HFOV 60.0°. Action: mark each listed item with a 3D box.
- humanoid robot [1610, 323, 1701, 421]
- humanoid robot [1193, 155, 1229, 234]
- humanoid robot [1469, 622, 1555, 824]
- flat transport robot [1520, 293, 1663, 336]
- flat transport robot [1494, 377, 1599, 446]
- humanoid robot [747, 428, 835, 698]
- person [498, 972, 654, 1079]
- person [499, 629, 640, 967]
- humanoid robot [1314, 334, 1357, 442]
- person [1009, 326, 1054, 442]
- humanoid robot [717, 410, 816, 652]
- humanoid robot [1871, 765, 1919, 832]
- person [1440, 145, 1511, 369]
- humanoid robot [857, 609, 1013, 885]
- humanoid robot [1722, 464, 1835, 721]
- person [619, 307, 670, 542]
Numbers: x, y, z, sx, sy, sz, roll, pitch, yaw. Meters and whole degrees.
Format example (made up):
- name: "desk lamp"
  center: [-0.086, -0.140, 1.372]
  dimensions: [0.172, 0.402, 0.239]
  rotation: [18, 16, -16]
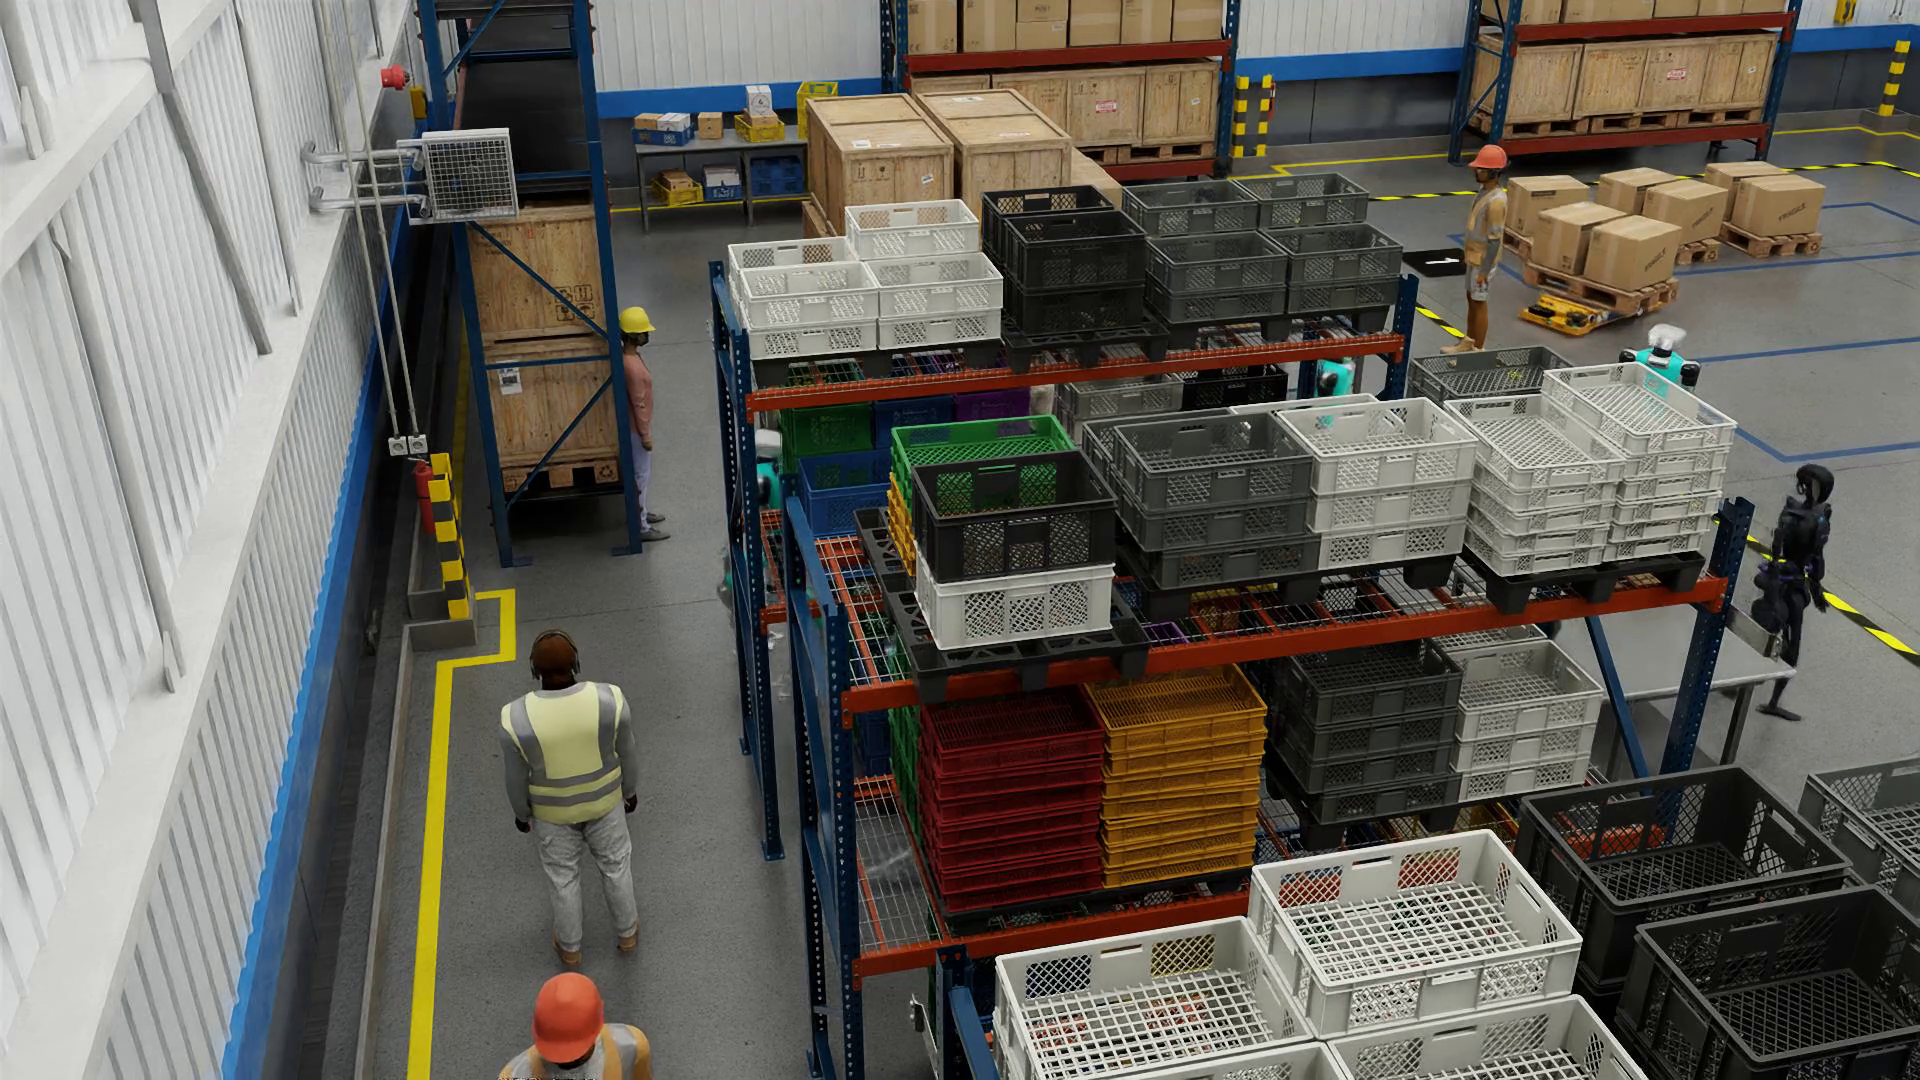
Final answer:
- name: "humanoid robot"
  center: [4.892, -0.779, 11.809]
  dimensions: [0.533, 1.673, 0.735]
  rotation: [16, 32, 27]
- name: "humanoid robot"
  center: [2.504, -2.859, 15.955]
  dimensions: [0.608, 1.640, 0.472]
  rotation: [-5, 28, -9]
- name: "humanoid robot"
  center: [2.810, 1.077, 8.495]
  dimensions: [0.382, 1.650, 0.601]
  rotation: [17, 32, 29]
- name: "flat transport robot"
  center: [6.278, -2.351, 16.478]
  dimensions: [1.431, 0.197, 0.652]
  rotation: [-19, 33, -32]
- name: "flat transport robot"
  center: [4.780, -1.036, 14.013]
  dimensions: [0.659, 0.231, 1.431]
  rotation: [-6, 28, -12]
- name: "humanoid robot"
  center: [-0.963, 0.182, 10.157]
  dimensions: [0.655, 1.833, 0.544]
  rotation: [-1, 28, -3]
- name: "person"
  center: [-1.306, 2.290, 5.916]
  dimensions: [0.547, 1.933, 0.371]
  rotation: [-14, 31, -25]
- name: "person"
  center: [-1.849, 1.246, 8.002]
  dimensions: [0.620, 1.838, 0.429]
  rotation: [-10, 29, -18]
- name: "humanoid robot"
  center: [2.339, -0.610, 11.660]
  dimensions: [0.796, 1.804, 0.539]
  rotation: [15, 31, 26]
- name: "person"
  center: [0.450, -0.643, 11.587]
  dimensions: [0.504, 1.837, 0.338]
  rotation: [25, 37, 39]
- name: "humanoid robot"
  center: [-1.297, -0.038, 10.526]
  dimensions: [0.844, 1.748, 0.559]
  rotation: [-10, 29, -19]
- name: "humanoid robot"
  center: [5.184, 1.014, 8.618]
  dimensions: [0.555, 1.840, 0.858]
  rotation: [-13, 31, -23]
- name: "person"
  center: [4.656, -2.533, 14.951]
  dimensions: [0.384, 2.045, 0.604]
  rotation: [3, 28, 5]
- name: "humanoid robot"
  center: [-0.024, 1.100, 8.395]
  dimensions: [1.041, 1.736, 0.555]
  rotation: [-1, 28, -2]
- name: "humanoid robot"
  center: [4.943, 0.305, 9.991]
  dimensions: [0.596, 1.641, 0.538]
  rotation: [-18, 33, -30]
- name: "person"
  center: [-2.316, -0.839, 12.043]
  dimensions: [0.336, 1.761, 0.523]
  rotation: [-9, 29, -16]
